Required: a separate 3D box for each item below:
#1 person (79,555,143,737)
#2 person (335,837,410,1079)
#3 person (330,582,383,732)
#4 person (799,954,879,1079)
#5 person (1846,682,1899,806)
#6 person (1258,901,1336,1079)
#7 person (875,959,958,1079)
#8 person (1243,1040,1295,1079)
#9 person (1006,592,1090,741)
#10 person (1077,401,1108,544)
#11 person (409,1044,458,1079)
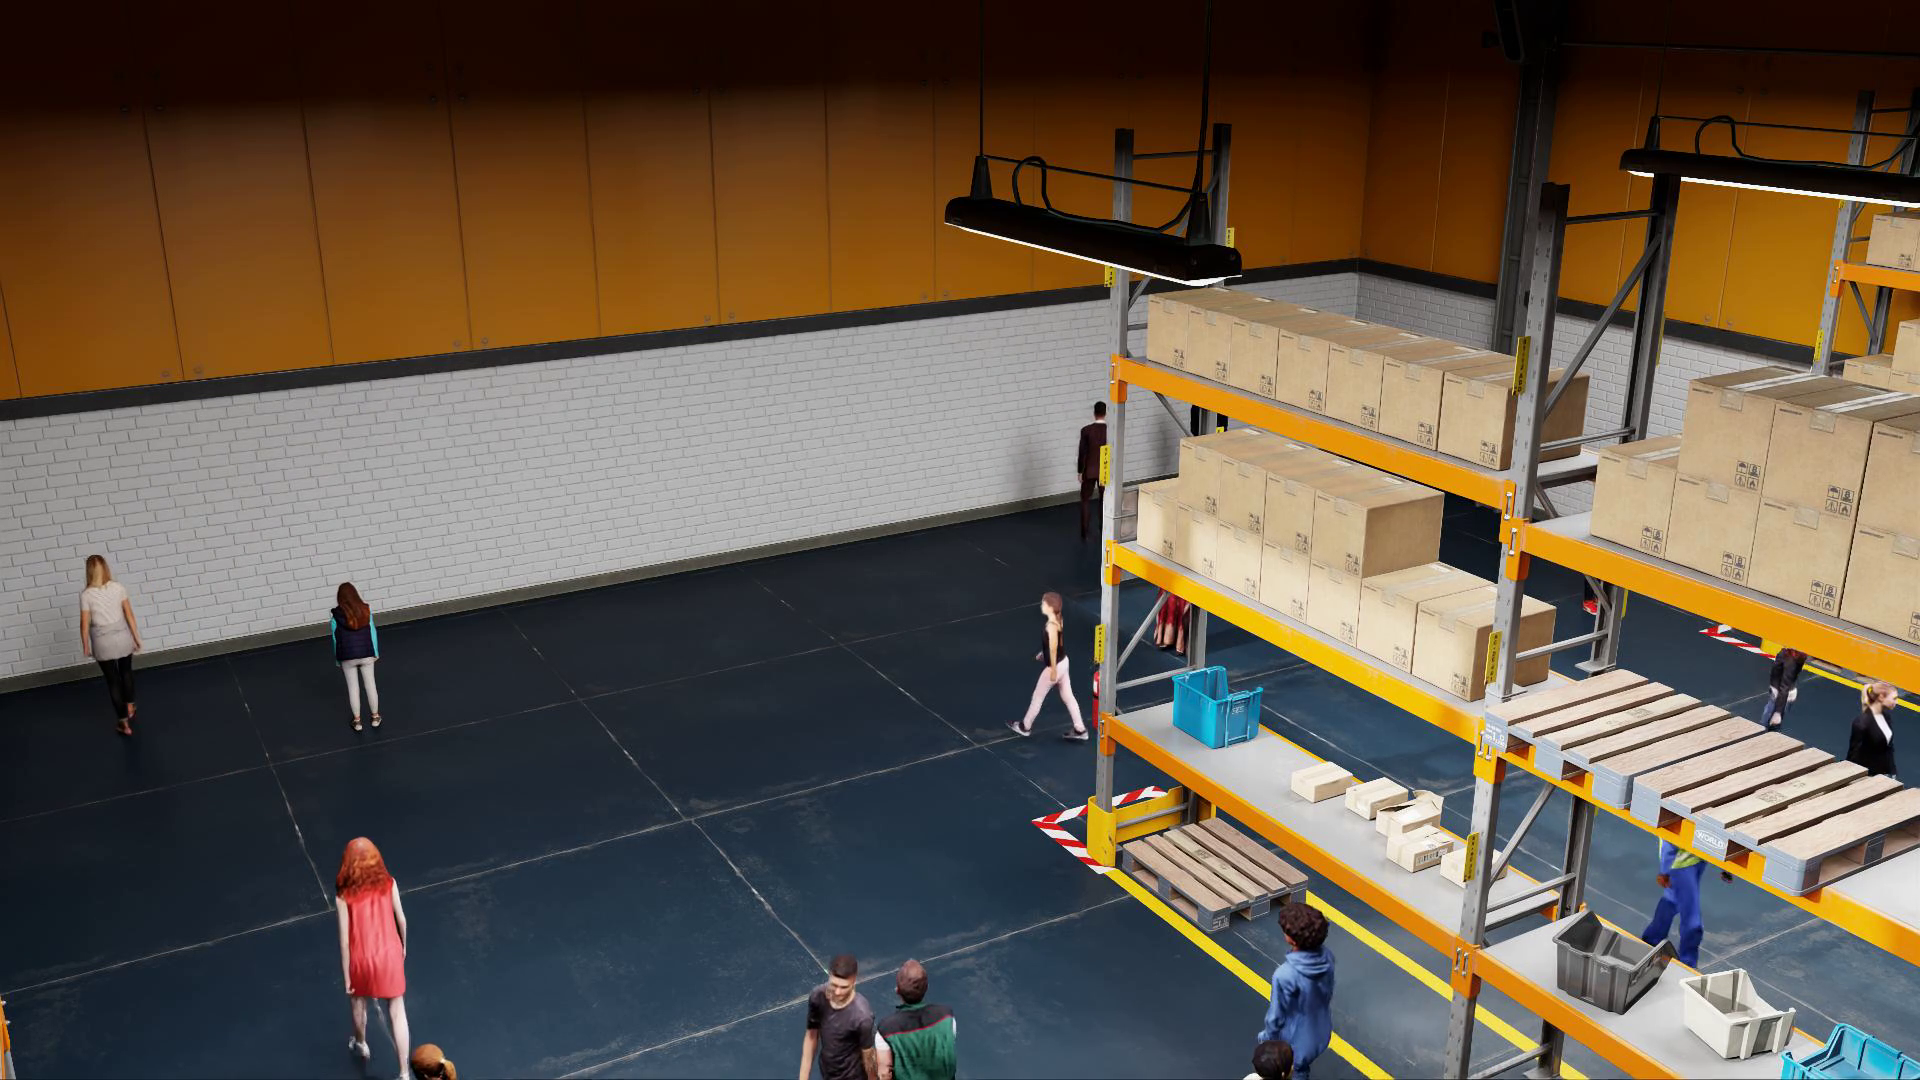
[{"bbox_3d":[-8.189,1.040,16.114,0.724,1.809,0.887,-15,24,-37],"label":"person"},{"bbox_3d":[-3.773,2.829,10.830,0.683,1.792,1.025,-13,23,-34],"label":"person"},{"bbox_3d":[-5.933,1.129,16.336,0.585,1.500,0.584,-9,20,-24],"label":"person"},{"bbox_3d":[-0.629,3.180,9.894,1.091,1.724,0.880,17,25,41],"label":"person"},{"bbox_3d":[7.323,1.932,13.661,0.654,1.685,0.668,-13,23,-34],"label":"person"},{"bbox_3d":[2.141,3.062,10.139,0.737,1.792,0.705,-15,24,-38],"label":"person"},{"bbox_3d":[-0.205,3.256,9.519,0.862,1.819,1.185,-4,19,-12],"label":"person"},{"bbox_3d":[1.684,3.481,9.221,0.652,1.583,0.428,-9,21,-25],"label":"person"},{"bbox_3d":[0.983,1.245,15.955,1.071,1.522,0.936,8,20,22],"label":"person"},{"bbox_3d":[1.795,-0.882,21.762,0.832,1.848,0.858,2,19,6],"label":"person"},{"bbox_3d":[-2.931,3.502,9.624,0.872,1.285,0.814,5,19,15],"label":"person"}]
